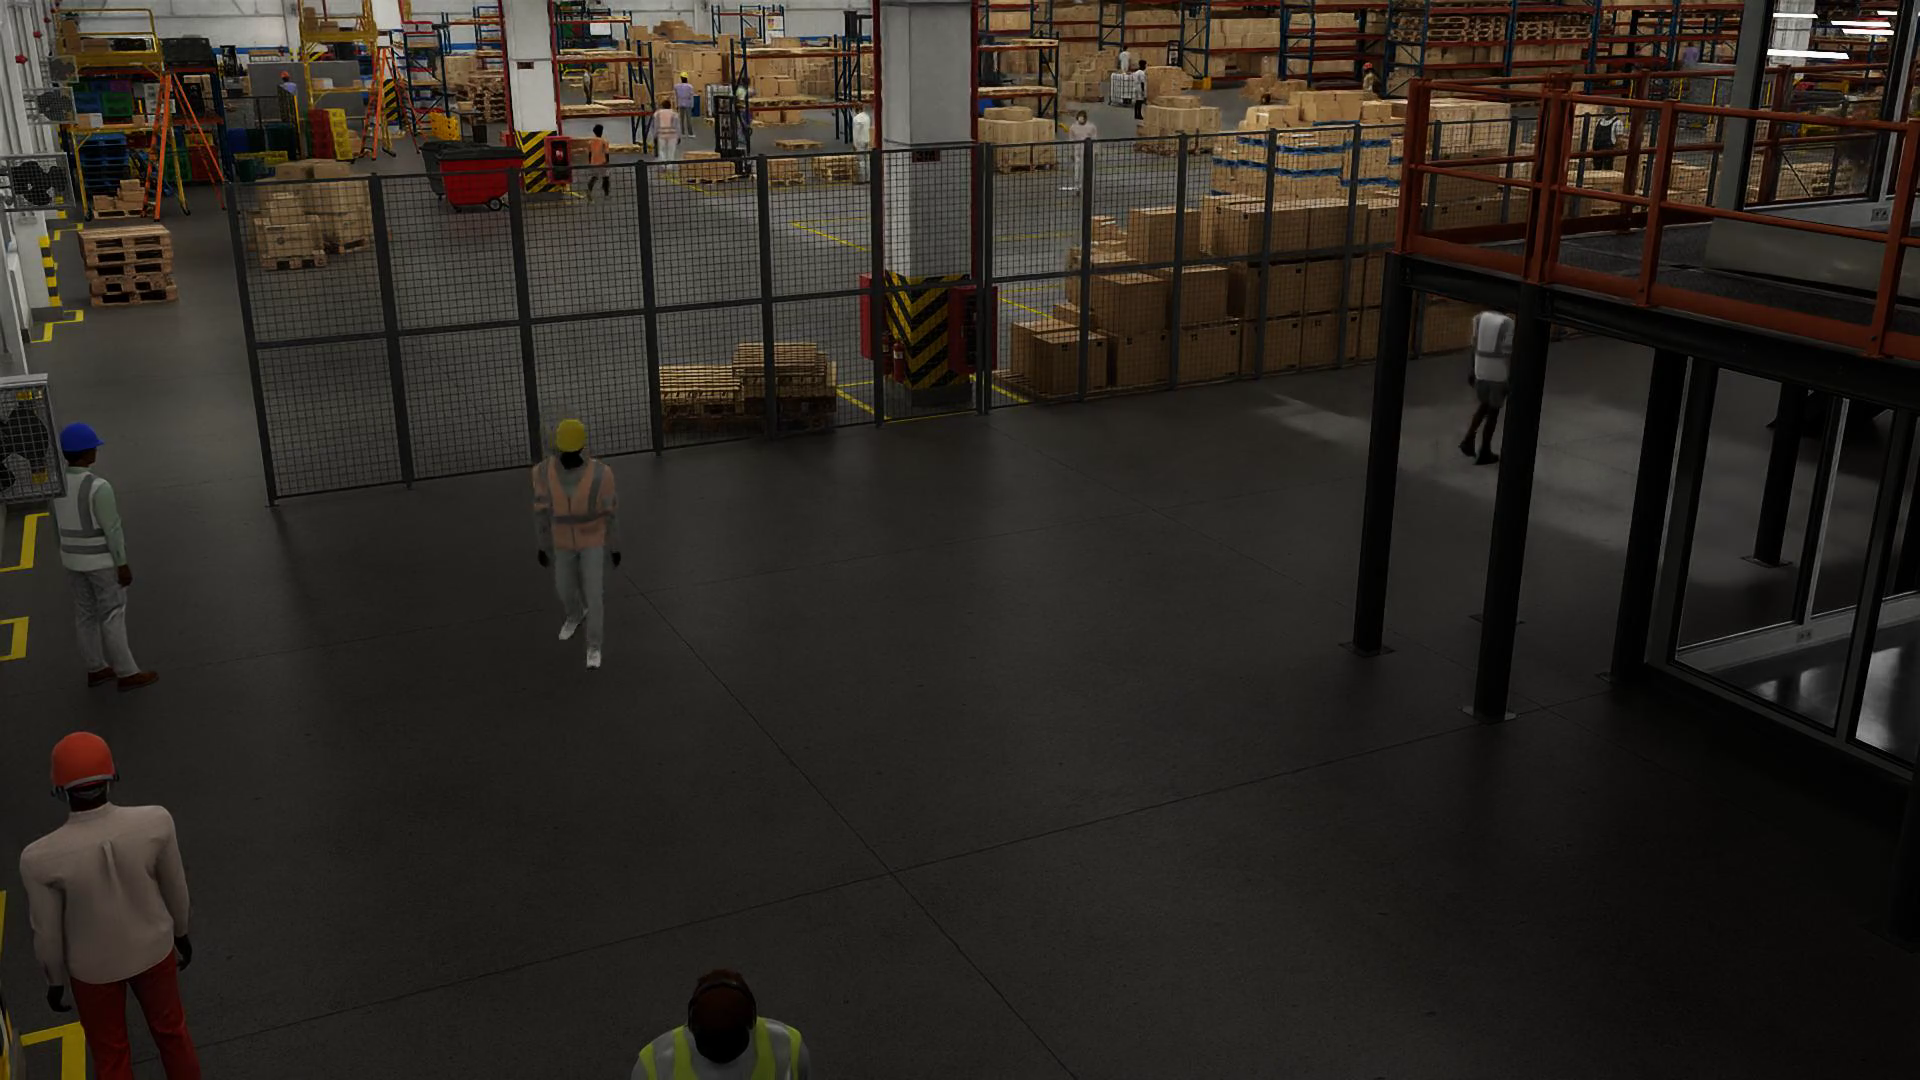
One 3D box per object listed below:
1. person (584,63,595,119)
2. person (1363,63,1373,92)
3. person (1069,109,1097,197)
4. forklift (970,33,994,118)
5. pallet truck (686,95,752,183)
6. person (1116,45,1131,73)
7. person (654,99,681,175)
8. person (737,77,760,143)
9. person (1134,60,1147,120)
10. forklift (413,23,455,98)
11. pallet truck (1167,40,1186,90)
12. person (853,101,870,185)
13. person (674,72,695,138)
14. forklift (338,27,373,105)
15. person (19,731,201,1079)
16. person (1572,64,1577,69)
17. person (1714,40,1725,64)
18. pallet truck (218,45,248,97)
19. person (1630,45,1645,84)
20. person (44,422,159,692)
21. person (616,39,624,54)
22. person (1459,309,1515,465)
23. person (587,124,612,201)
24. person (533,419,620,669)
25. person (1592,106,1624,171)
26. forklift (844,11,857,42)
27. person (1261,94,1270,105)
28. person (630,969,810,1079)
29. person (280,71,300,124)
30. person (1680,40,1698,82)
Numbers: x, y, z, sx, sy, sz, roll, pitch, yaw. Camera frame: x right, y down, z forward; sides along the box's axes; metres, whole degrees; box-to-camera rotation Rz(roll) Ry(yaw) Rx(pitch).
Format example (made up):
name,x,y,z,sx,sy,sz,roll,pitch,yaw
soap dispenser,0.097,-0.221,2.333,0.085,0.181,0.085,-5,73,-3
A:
name,x,y,z,sx,sy,sz,roll,pitch,yaw
person,-12.561,-15.196,56.307,0.344,1.839,0.503,-3,19,-10
person,13.376,-14.701,54.707,0.361,1.939,0.542,0,19,0
person,2.766,-8.739,37.484,0.635,1.909,0.950,2,19,6
forklift,0.749,-15.318,55.075,1.873,2.768,1.129,-9,21,-25
pallet truck,-5.836,-9.608,39.856,0.823,1.965,1.885,10,22,27
person,6.821,-19.707,69.400,0.548,1.815,0.964,-5,20,-14
person,-7.249,-10.039,41.368,0.662,1.819,0.738,0,19,-1
person,-6.134,-12.501,48.384,0.610,1.899,0.570,10,22,28
person,6.060,-15.125,55.899,0.373,1.963,0.607,-5,20,-13
forklift,-20.889,-18.720,64.937,1.873,2.768,1.129,14,24,35
pallet truck,9.045,-19.971,69.895,0.823,1.965,1.885,-3,19,-8
person,-2.329,-9.342,39.191,0.368,1.931,0.630,9,21,24
person,-8.281,-13.084,50.057,0.589,1.914,0.398,4,19,11
forklift,-22.393,-17.327,60.899,1.873,2.768,1.129,-9,21,-25
person,-3.539,1.730,6.992,0.382,1.995,0.612,18,26,42
person,23.962,-18.242,65.386,0.810,1.667,0.530,-8,20,-21
person,36.427,-23.156,79.729,0.856,1.586,0.536,-9,21,-24
pallet truck,-28.879,-18.665,66.111,0.823,1.965,1.885,-3,19,-9
person,28.264,-19.758,69.564,0.623,1.812,0.852,9,21,25
person,-6.091,0.126,11.712,0.604,1.949,0.398,8,21,23
person,-14.857,-21.003,73.027,0.632,1.909,0.832,12,22,31
person,5.479,-1.713,17.073,0.421,1.924,0.570,-12,22,-31
person,-7.931,-8.249,36.414,0.539,1.672,0.738,5,20,15
person,-2.798,-0.035,12.288,0.620,1.895,0.749,0,19,1
person,14.566,-8.862,37.627,0.538,2.000,0.682,-12,22,-31
forklift,-5.476,-25.083,83.382,1.873,2.768,1.129,-9,21,-25
person,7.718,-10.480,42.605,0.740,1.845,0.565,11,22,30
person,-0.785,2.271,5.667,0.622,1.838,0.429,-6,20,-16
person,-20.233,-13.147,50.198,0.352,1.942,0.546,14,23,35
person,31.193,-20.411,71.276,0.658,1.924,0.443,1,19,2
